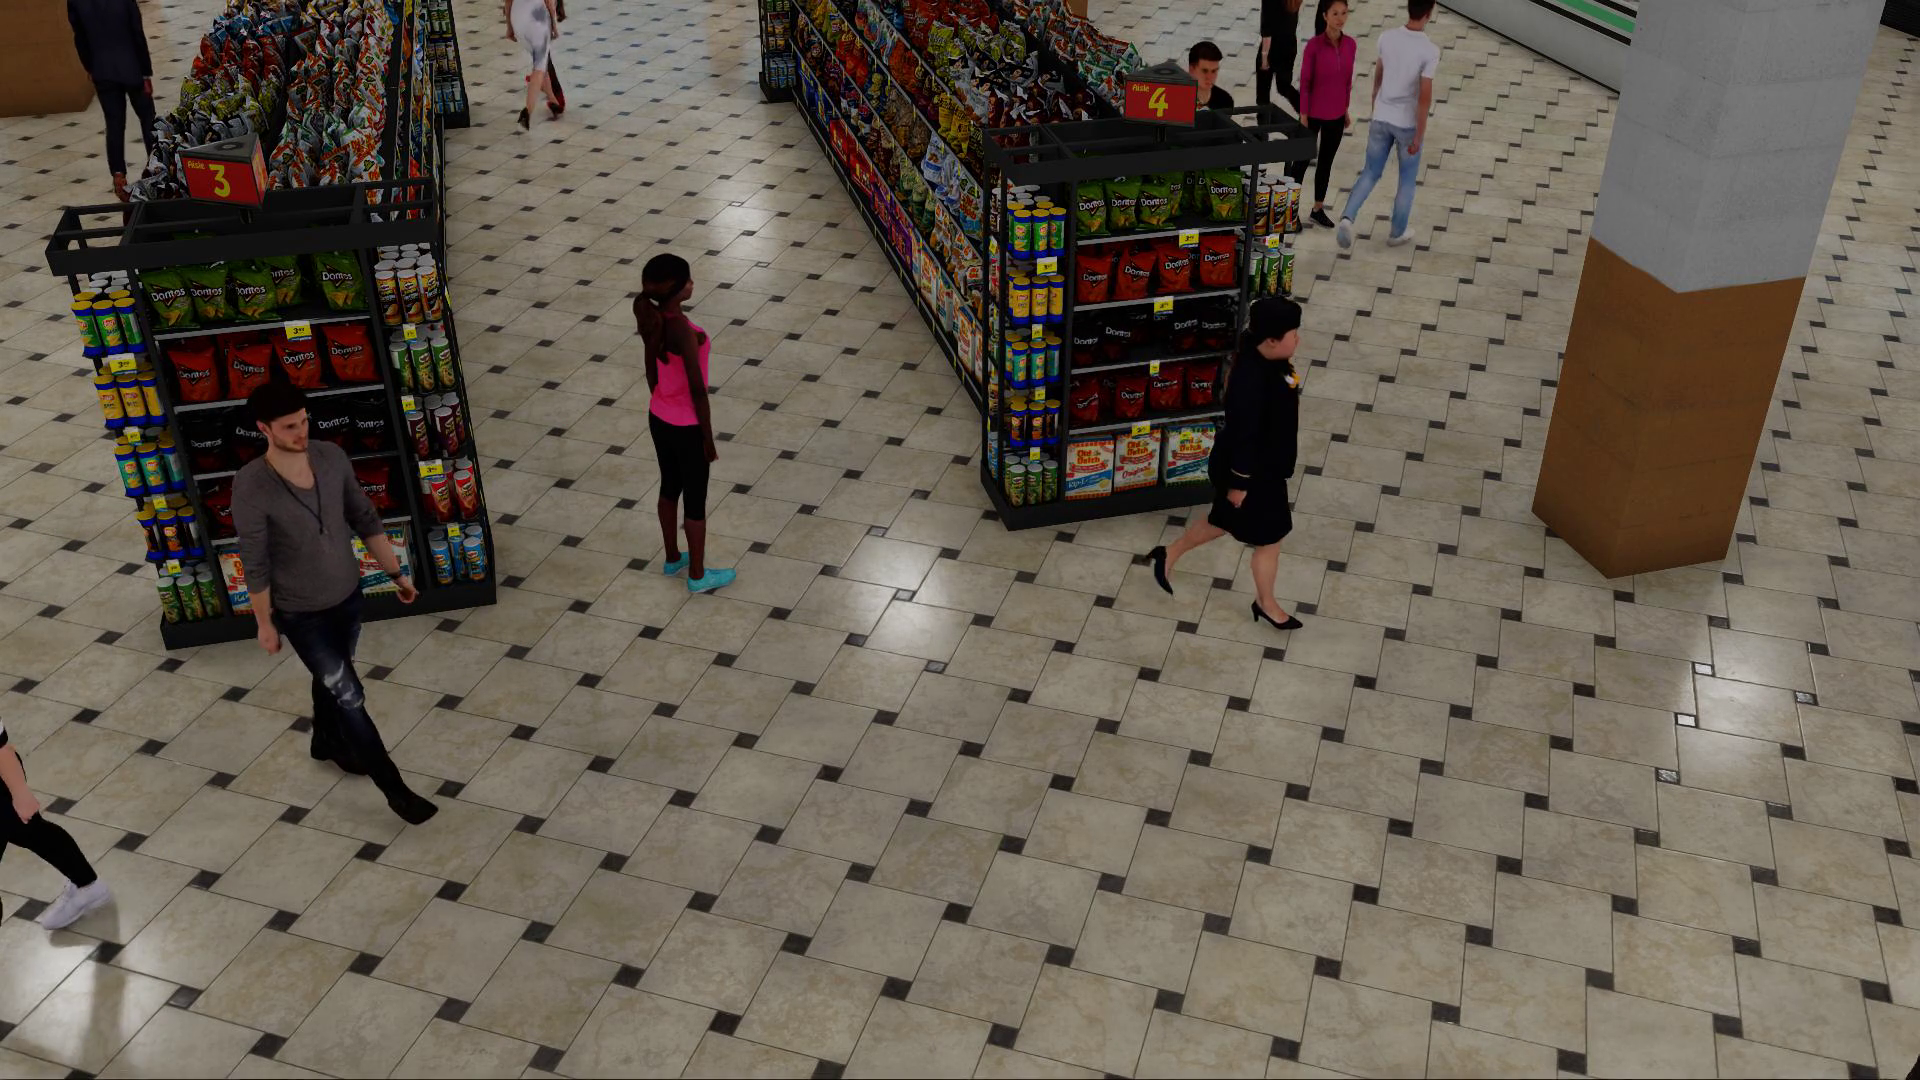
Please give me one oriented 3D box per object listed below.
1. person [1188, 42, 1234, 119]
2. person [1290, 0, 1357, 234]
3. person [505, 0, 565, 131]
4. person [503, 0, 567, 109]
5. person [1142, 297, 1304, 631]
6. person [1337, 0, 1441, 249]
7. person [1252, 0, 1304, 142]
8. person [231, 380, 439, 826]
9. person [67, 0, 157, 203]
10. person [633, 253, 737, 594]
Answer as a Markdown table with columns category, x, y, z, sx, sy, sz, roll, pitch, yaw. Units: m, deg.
| category | x | y | z | sx | sy | sz | roll | pitch | yaw |
| --- | --- | --- | --- | --- | --- | --- | --- | --- | --- |
| person | 1.429 | -2.246 | 10.578 | 0.781 | 1.814 | 1.238 | -11 | 34 | -17 |
| person | 2.616 | -3.087 | 12.038 | 0.599 | 1.698 | 0.589 | -11 | 34 | -17 |
| person | -3.603 | -4.266 | 13.923 | 0.909 | 1.710 | 1.148 | 7 | 33 | 12 |
| person | -3.664 | -4.612 | 14.437 | 0.981 | 1.753 | 1.253 | -23 | 39 | -32 |
| person | 1.250 | -0.335 | 7.666 | 1.097 | 1.645 | 1.111 | 10 | 33 | 15 |
| person | 2.981 | -2.863 | 11.557 | 1.110 | 1.826 | 1.073 | 25 | 39 | 34 |
| person | 2.646 | -3.951 | 13.437 | 0.862 | 1.687 | 1.079 | -22 | 38 | -31 |
| person | -2.593 | 0.208 | 6.576 | 1.207 | 1.874 | 1.143 | 17 | 36 | 25 |
| person | -6.373 | -3.490 | 12.601 | 0.739 | 1.788 | 1.199 | -6 | 32 | -10 |
| person | -1.346 | -0.554 | 7.945 | 0.711 | 1.723 | 0.612 | -25 | 39 | -34 |
